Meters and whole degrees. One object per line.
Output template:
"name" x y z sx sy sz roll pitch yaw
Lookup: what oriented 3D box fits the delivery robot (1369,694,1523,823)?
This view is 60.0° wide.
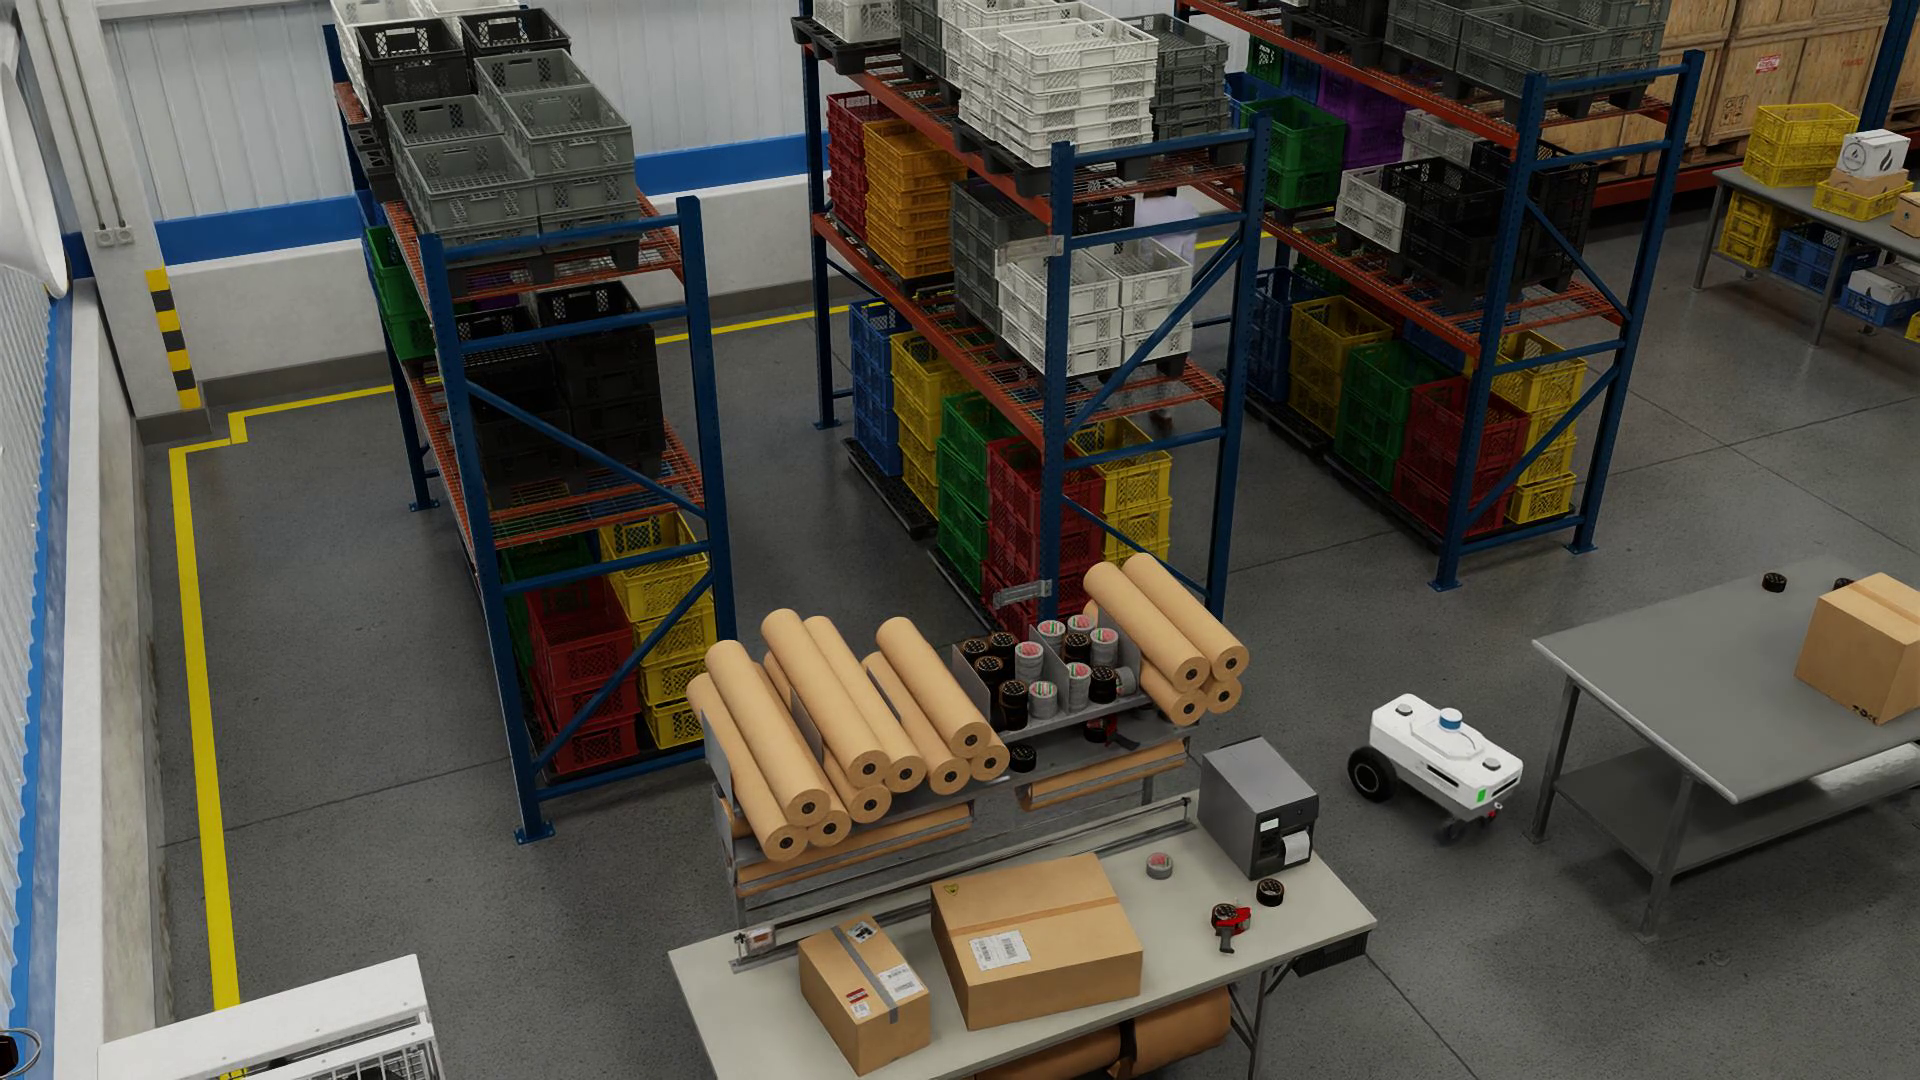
"delivery robot" 2.308 1.022 7.930 0.477 0.478 0.707 -22 38 -31

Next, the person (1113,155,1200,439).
"person" 1.248 -1.599 10.963 0.635 1.937 0.352 -14 34 -21
